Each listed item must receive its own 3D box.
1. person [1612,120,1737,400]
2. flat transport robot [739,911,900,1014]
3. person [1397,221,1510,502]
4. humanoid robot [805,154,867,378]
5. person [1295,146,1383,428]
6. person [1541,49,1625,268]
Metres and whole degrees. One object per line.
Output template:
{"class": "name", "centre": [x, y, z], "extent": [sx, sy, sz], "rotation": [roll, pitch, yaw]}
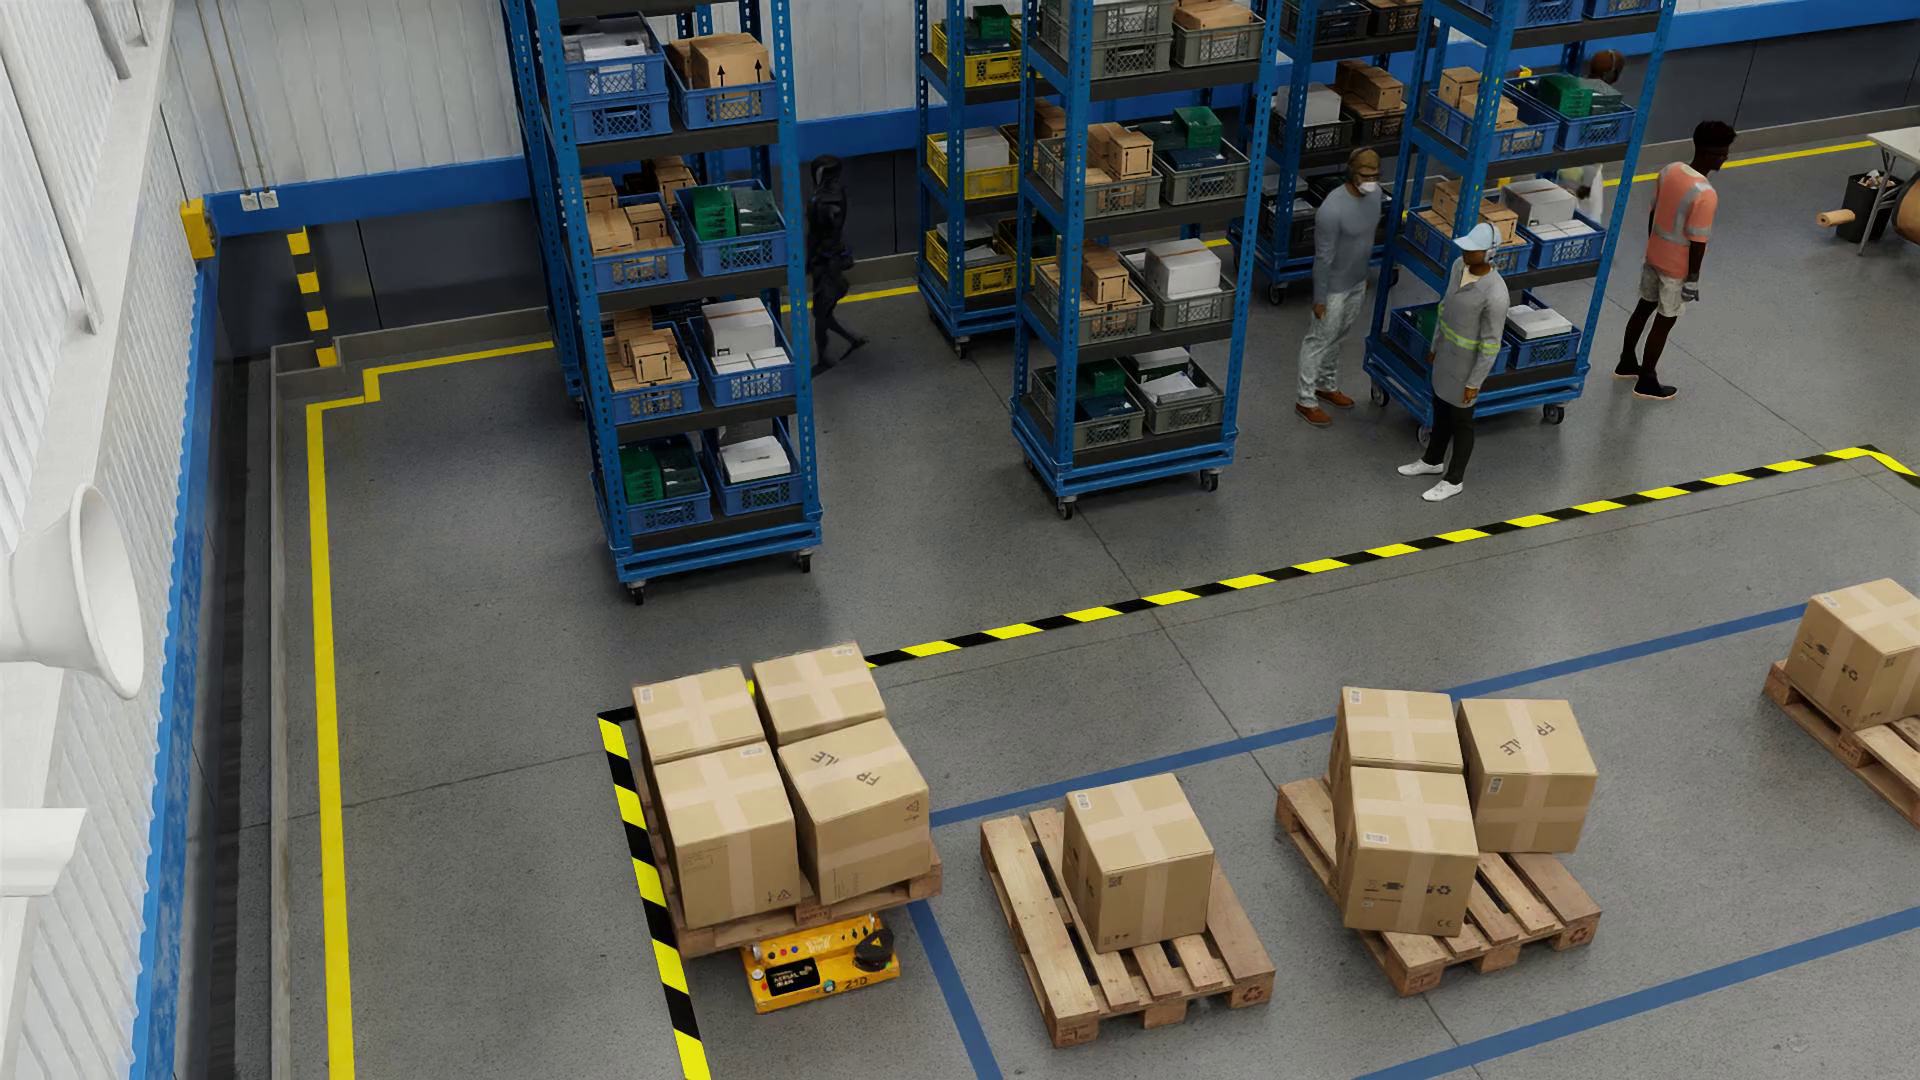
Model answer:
{"class": "person", "centre": [4.844, -1.897, 11.274], "extent": [0.362, 1.962, 0.611], "rotation": [-5, 35, -7]}
{"class": "flat transport robot", "centre": [-0.803, 1.546, 7.839], "extent": [0.652, 0.197, 1.431], "rotation": [-11, 37, -15]}
{"class": "person", "centre": [3.064, -1.103, 10.245], "extent": [0.365, 1.852, 0.589], "rotation": [-9, 36, -12]}
{"class": "humanoid robot", "centre": [-0.899, -1.915, 11.571], "extent": [0.500, 1.640, 0.589], "rotation": [-14, 38, -19]}
{"class": "person", "centre": [2.525, -1.689, 11.005], "extent": [0.371, 1.936, 0.628], "rotation": [29, 44, 34]}
{"class": "person", "centre": [4.841, -2.901, 12.827], "extent": [0.863, 1.803, 0.645], "rotation": [-12, 37, -16]}
